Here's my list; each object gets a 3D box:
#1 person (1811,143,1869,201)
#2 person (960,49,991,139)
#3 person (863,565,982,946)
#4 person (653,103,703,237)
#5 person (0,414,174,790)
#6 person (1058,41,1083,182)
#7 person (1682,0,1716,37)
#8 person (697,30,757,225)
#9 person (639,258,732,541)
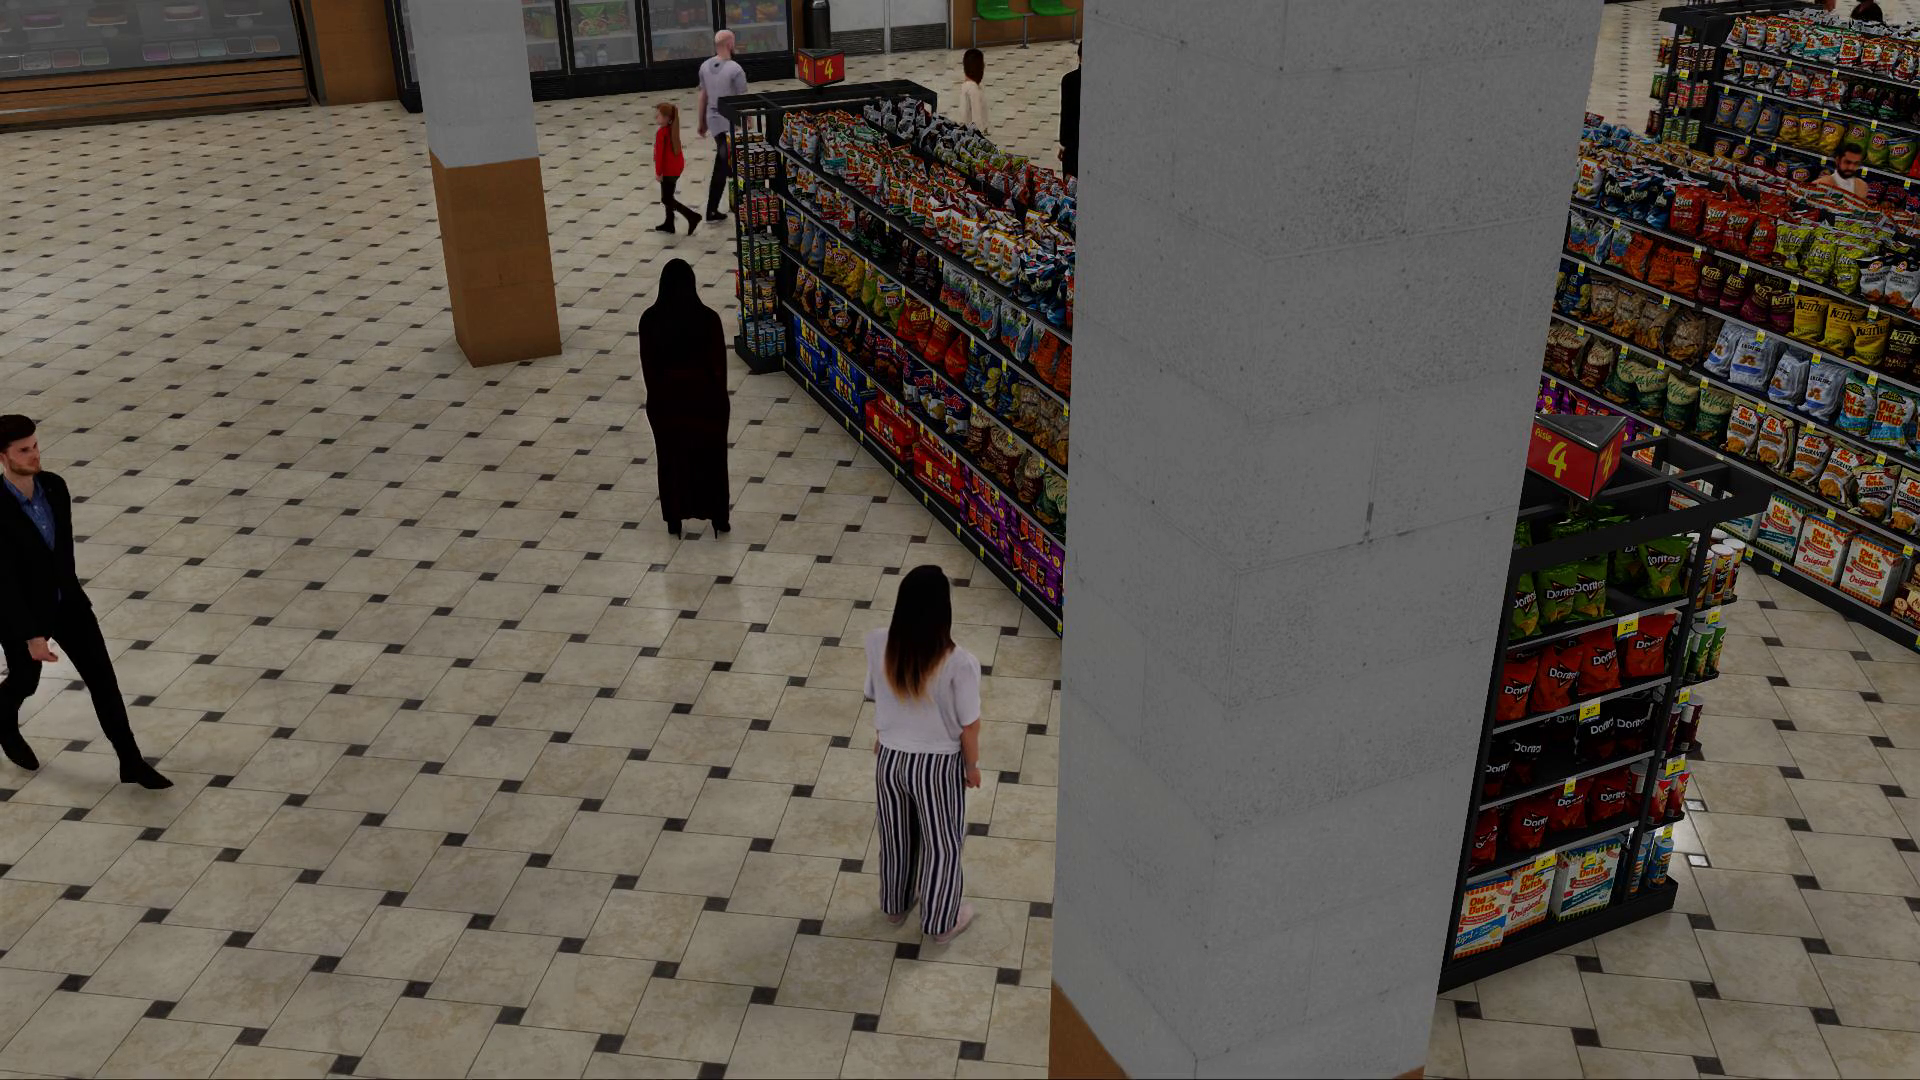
[{"bbox_3d":[6.449,-2.111,12.464,0.724,1.752,0.694,-4,27,-7],"label":"person"},{"bbox_3d":[0.045,-3.846,15.995,0.953,1.654,1.034,0,27,0],"label":"person"},{"bbox_3d":[-0.150,0.868,6.672,0.754,1.679,0.846,15,30,27],"label":"person"},{"bbox_3d":[-2.704,-3.470,15.679,0.823,1.269,0.793,9,28,16],"label":"person"},{"bbox_3d":[-4.258,0.314,7.577,1.321,1.847,1.178,13,29,23],"label":"person"},{"bbox_3d":[1.161,-3.664,15.359,0.760,1.905,0.735,-2,27,-5],"label":"person"},{"bbox_3d":[10.739,-8.024,24.019,0.699,1.847,0.756,9,28,17],"label":"person"},{"bbox_3d":[-2.321,-3.934,16.021,1.248,1.787,1.144,16,31,28],"label":"person"},{"bbox_3d":[-1.623,-0.822,9.917,0.743,1.757,0.732,-1,27,-2],"label":"person"}]
